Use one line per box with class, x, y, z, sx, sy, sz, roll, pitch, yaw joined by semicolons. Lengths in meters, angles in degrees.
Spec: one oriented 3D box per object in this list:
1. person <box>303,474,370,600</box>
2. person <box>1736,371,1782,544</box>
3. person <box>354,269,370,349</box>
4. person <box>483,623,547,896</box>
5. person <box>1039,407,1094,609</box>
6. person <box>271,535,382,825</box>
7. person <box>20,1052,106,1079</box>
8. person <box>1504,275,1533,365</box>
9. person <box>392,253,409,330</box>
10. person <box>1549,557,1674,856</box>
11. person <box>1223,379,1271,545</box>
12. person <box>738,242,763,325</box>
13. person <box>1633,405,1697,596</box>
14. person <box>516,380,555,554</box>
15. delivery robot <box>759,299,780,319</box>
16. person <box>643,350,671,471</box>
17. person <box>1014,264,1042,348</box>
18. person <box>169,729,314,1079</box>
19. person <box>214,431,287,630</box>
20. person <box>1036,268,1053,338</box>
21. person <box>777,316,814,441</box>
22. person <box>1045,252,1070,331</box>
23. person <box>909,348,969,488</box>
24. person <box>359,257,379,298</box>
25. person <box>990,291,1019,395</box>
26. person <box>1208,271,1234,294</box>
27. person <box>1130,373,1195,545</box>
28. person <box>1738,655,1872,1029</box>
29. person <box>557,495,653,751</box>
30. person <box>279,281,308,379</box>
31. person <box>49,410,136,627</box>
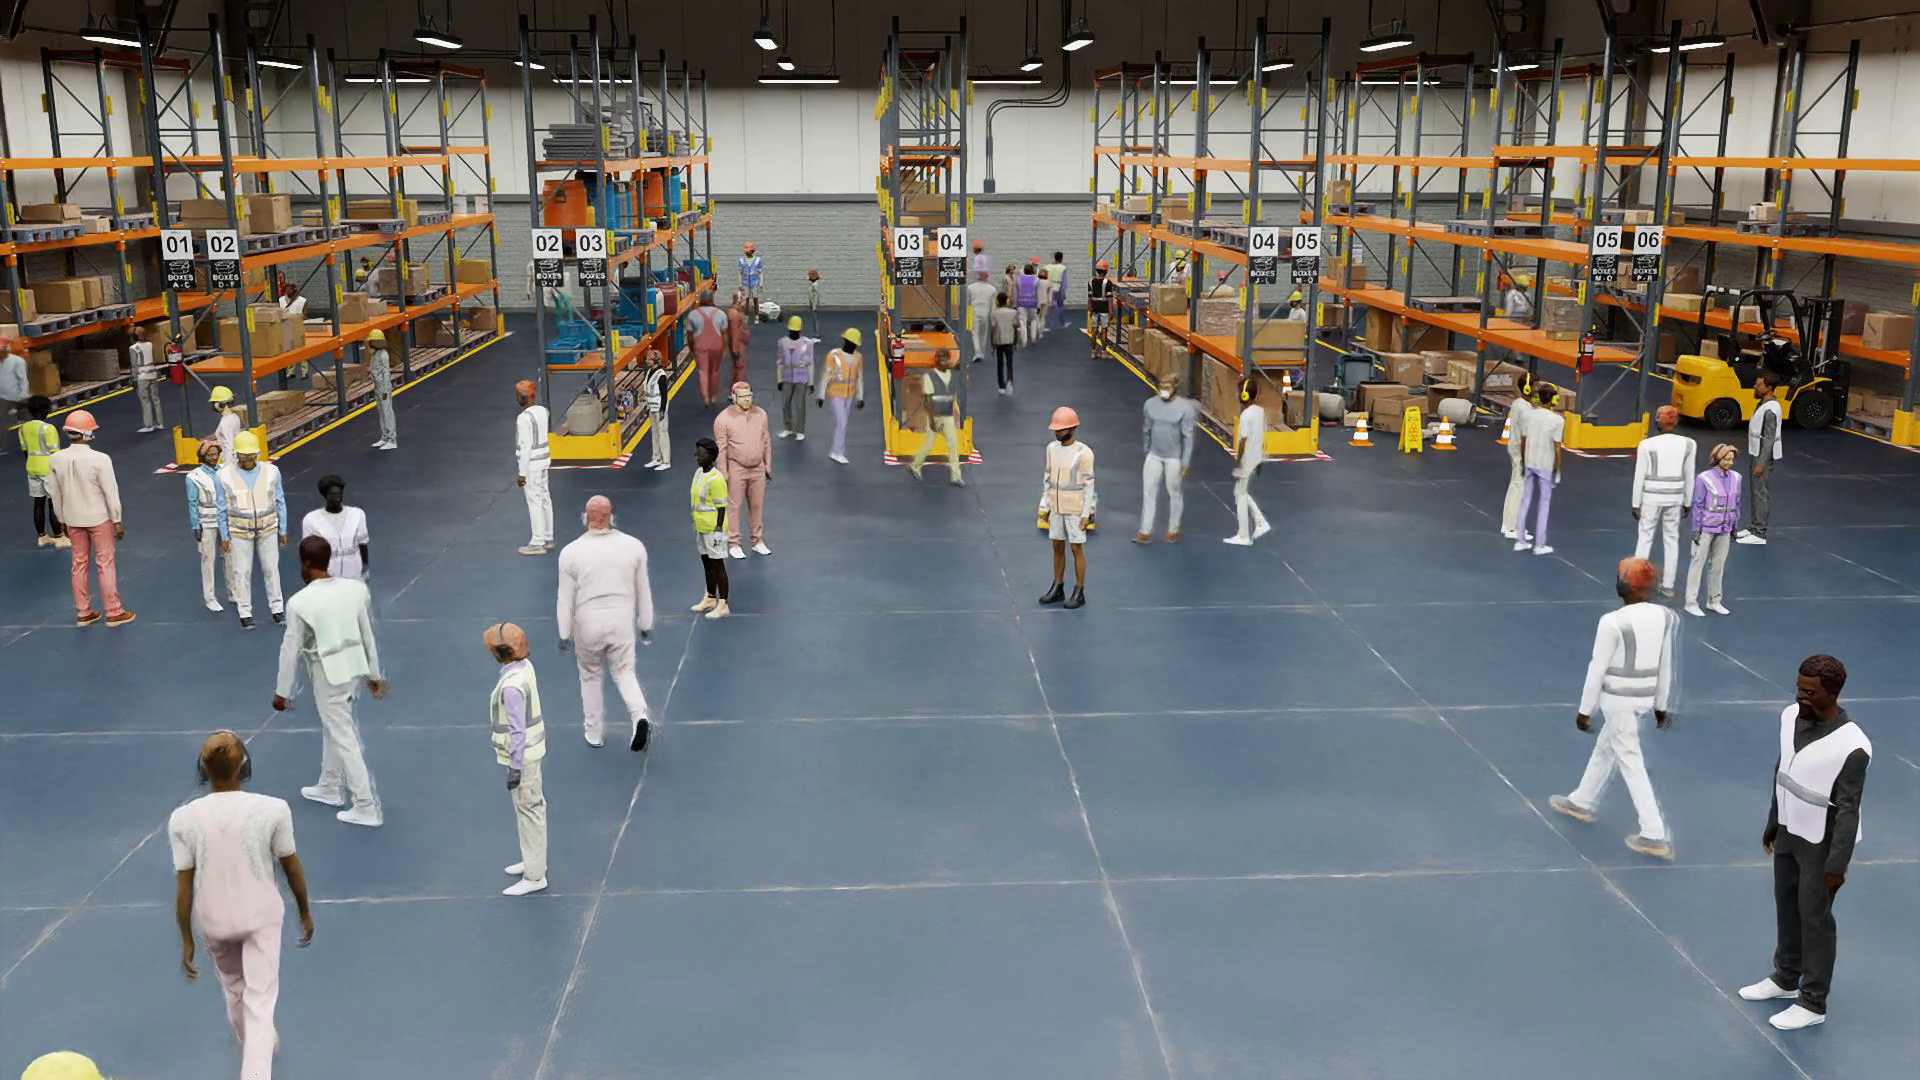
person;-5.235;0.256;13.968;0.538;1.684;0.535;-9;16;-33
person;8.866;-0.913;18.392;0.390;1.922;0.591;4;14;17
person;-12.976;-5.025;36.195;0.308;1.743;0.484;0;13;2
person;-2.582;1.270;9.750;0.314;1.639;0.514;-2;13;-9
person;0.998;-0.306;15.792;0.551;1.932;0.377;12;18;41
person;-4.149;0.903;10.782;0.866;1.880;0.606;5;14;19
person;-2.567;2.328;5.124;0.611;1.703;0.535;-5;14;-21
person;11.282;-4.428;33.514;0.594;1.818;0.414;-7;15;-27
person;-13.432;-5.943;39.750;0.465;1.896;0.609;-3;14;-12
person;4.169;1.010;10.448;0.591;1.835;0.970;-7;15;-28
person;3.133;-0.845;18.265;0.386;1.849;0.547;7;15;29
person;-5.167;-6.326;41.072;0.610;2.037;0.398;1;13;5
person;6.848;-0.382;16.244;0.585;1.877;0.396;1;13;4
person;-4.601;-0.786;17.949;0.340;1.884;0.597;3;14;11
delivery robot;-4.807;-5.822;41.915;0.477;0.478;0.707;-7;15;-28
person;-4.122;-1.769;22.618;0.311;1.642;0.514;-9;16;-33
person;1.495;-5.161;36.615;0.637;1.804;0.865;2;13;6
person;-3.221;1.728;7.483;0.531;1.801;0.978;-3;14;-12
person;-6.424;-0.092;15.125;0.594;1.824;0.403;-8;15;-31
person;1.871;-5.423;38.175;0.509;1.613;0.450;0;13;-1
person;-2.448;-2.401;24.771;0.609;1.894;0.534;4;14;17
person;2.325;-5.966;39.895;0.652;1.863;0.981;8;16;31
person;-0.296;-1.606;21.587;0.571;1.804;0.891;-11;17;-38
person;-13.846;-5.739;39.076;0.533;1.830;0.930;0;13;0
person;0.793;-3.461;29.381;0.525;1.842;0.769;-1;13;-2
person;5.612;-4.945;35.940;0.563;1.709;0.906;-3;14;-12
person;2.207;-0.865;18.205;0.645;1.908;0.834;8;16;32
person;4.235;1.483;8.273;0.397;1.911;0.587;-1;13;-6
person;-2.536;0.625;11.973;0.680;1.879;0.694;-6;15;-24
person;-12.608;-3.974;31.510;0.566;1.850;0.389;1;13;3
person;-7.935;-0.192;15.176;0.622;1.993;0.384;1;13;6
